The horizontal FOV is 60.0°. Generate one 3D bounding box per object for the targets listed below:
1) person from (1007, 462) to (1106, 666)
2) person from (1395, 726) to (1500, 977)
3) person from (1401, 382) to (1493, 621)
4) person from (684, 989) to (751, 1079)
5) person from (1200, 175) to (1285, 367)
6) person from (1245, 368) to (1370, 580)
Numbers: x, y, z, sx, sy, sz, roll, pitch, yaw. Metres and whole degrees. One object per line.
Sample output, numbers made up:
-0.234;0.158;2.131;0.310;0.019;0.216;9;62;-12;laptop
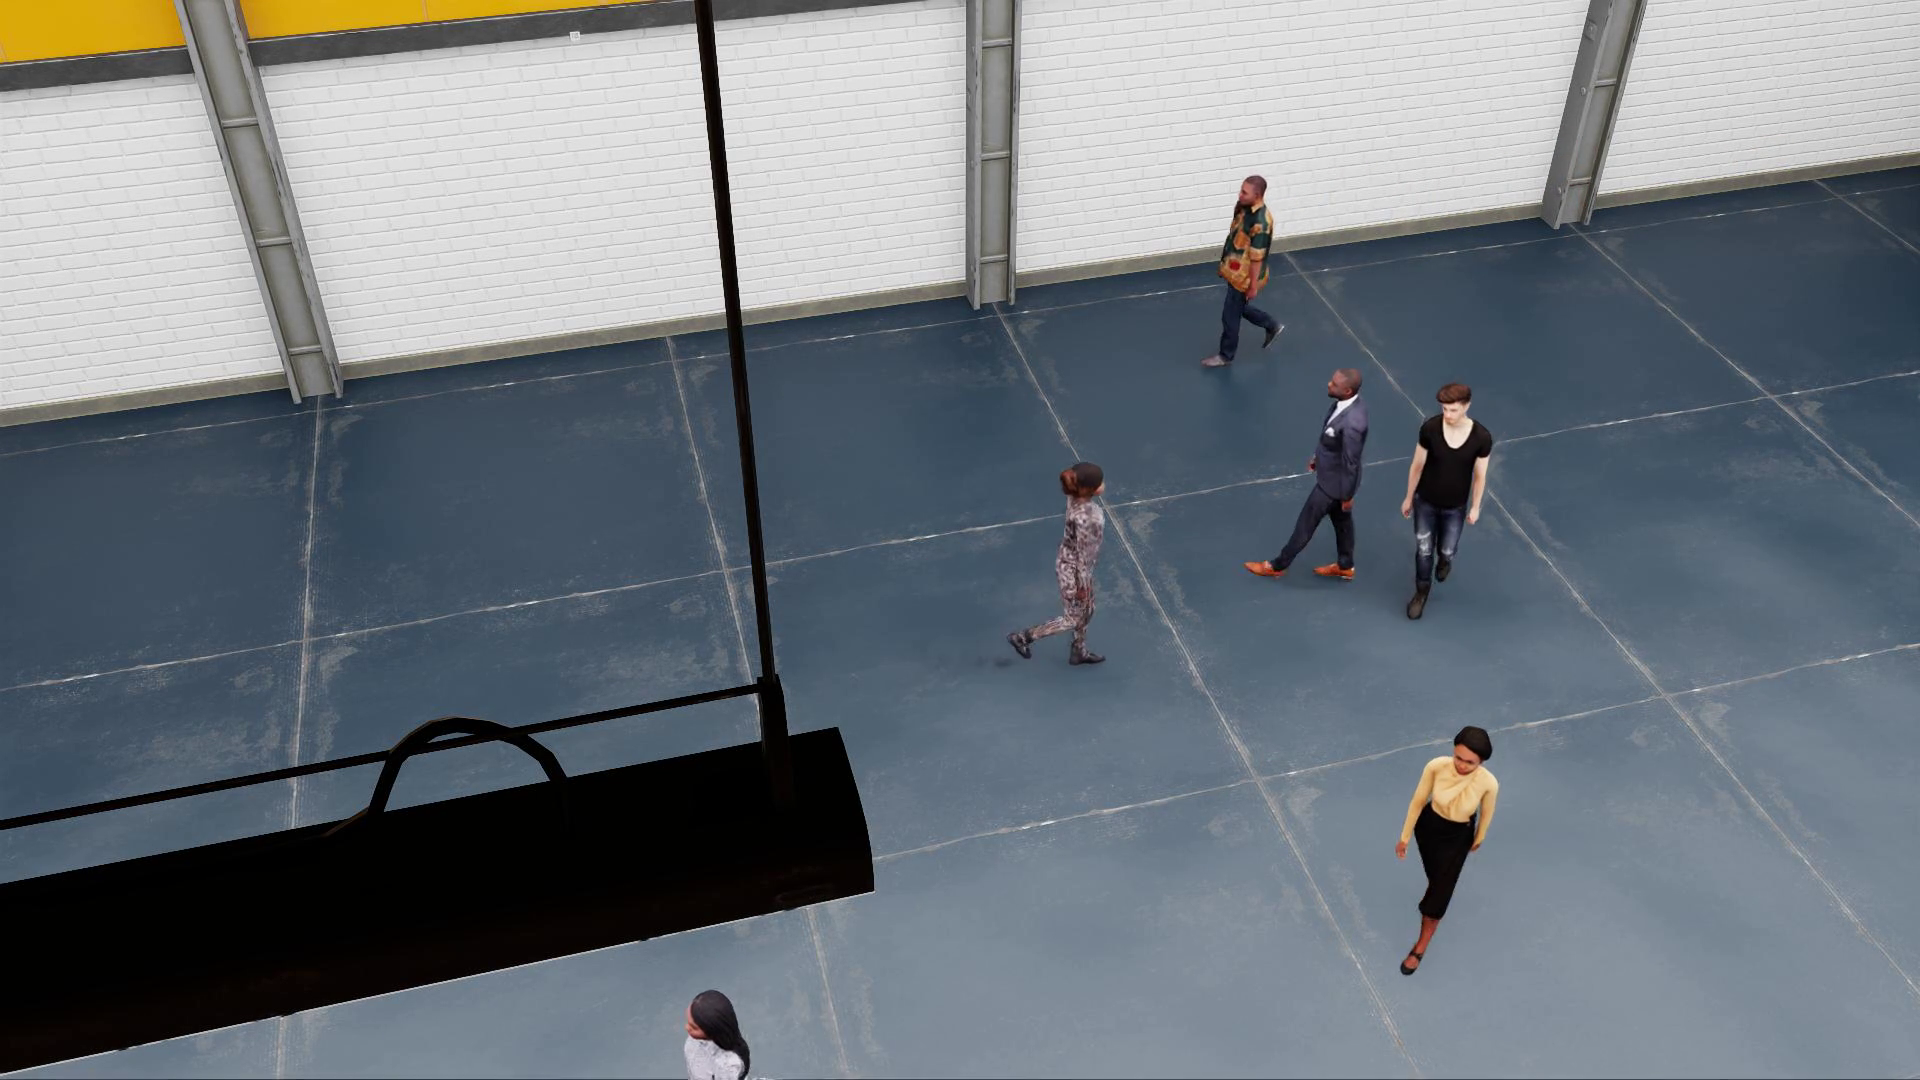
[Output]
0.691;0.202;11.075;0.981;1.699;0.733;2;39;2;person
2.745;1.617;9.365;0.949;1.622;1.022;21;43;24;person
3.372;-0.330;11.604;0.976;1.871;1.007;12;40;15;person
-1.040;2.681;7.974;1.068;1.694;0.749;-16;41;-19;person
2.487;-2.287;14.118;1.009;1.790;0.744;-6;39;-7;person
2.740;-0.423;11.780;1.163;1.795;0.995;7;39;9;person
